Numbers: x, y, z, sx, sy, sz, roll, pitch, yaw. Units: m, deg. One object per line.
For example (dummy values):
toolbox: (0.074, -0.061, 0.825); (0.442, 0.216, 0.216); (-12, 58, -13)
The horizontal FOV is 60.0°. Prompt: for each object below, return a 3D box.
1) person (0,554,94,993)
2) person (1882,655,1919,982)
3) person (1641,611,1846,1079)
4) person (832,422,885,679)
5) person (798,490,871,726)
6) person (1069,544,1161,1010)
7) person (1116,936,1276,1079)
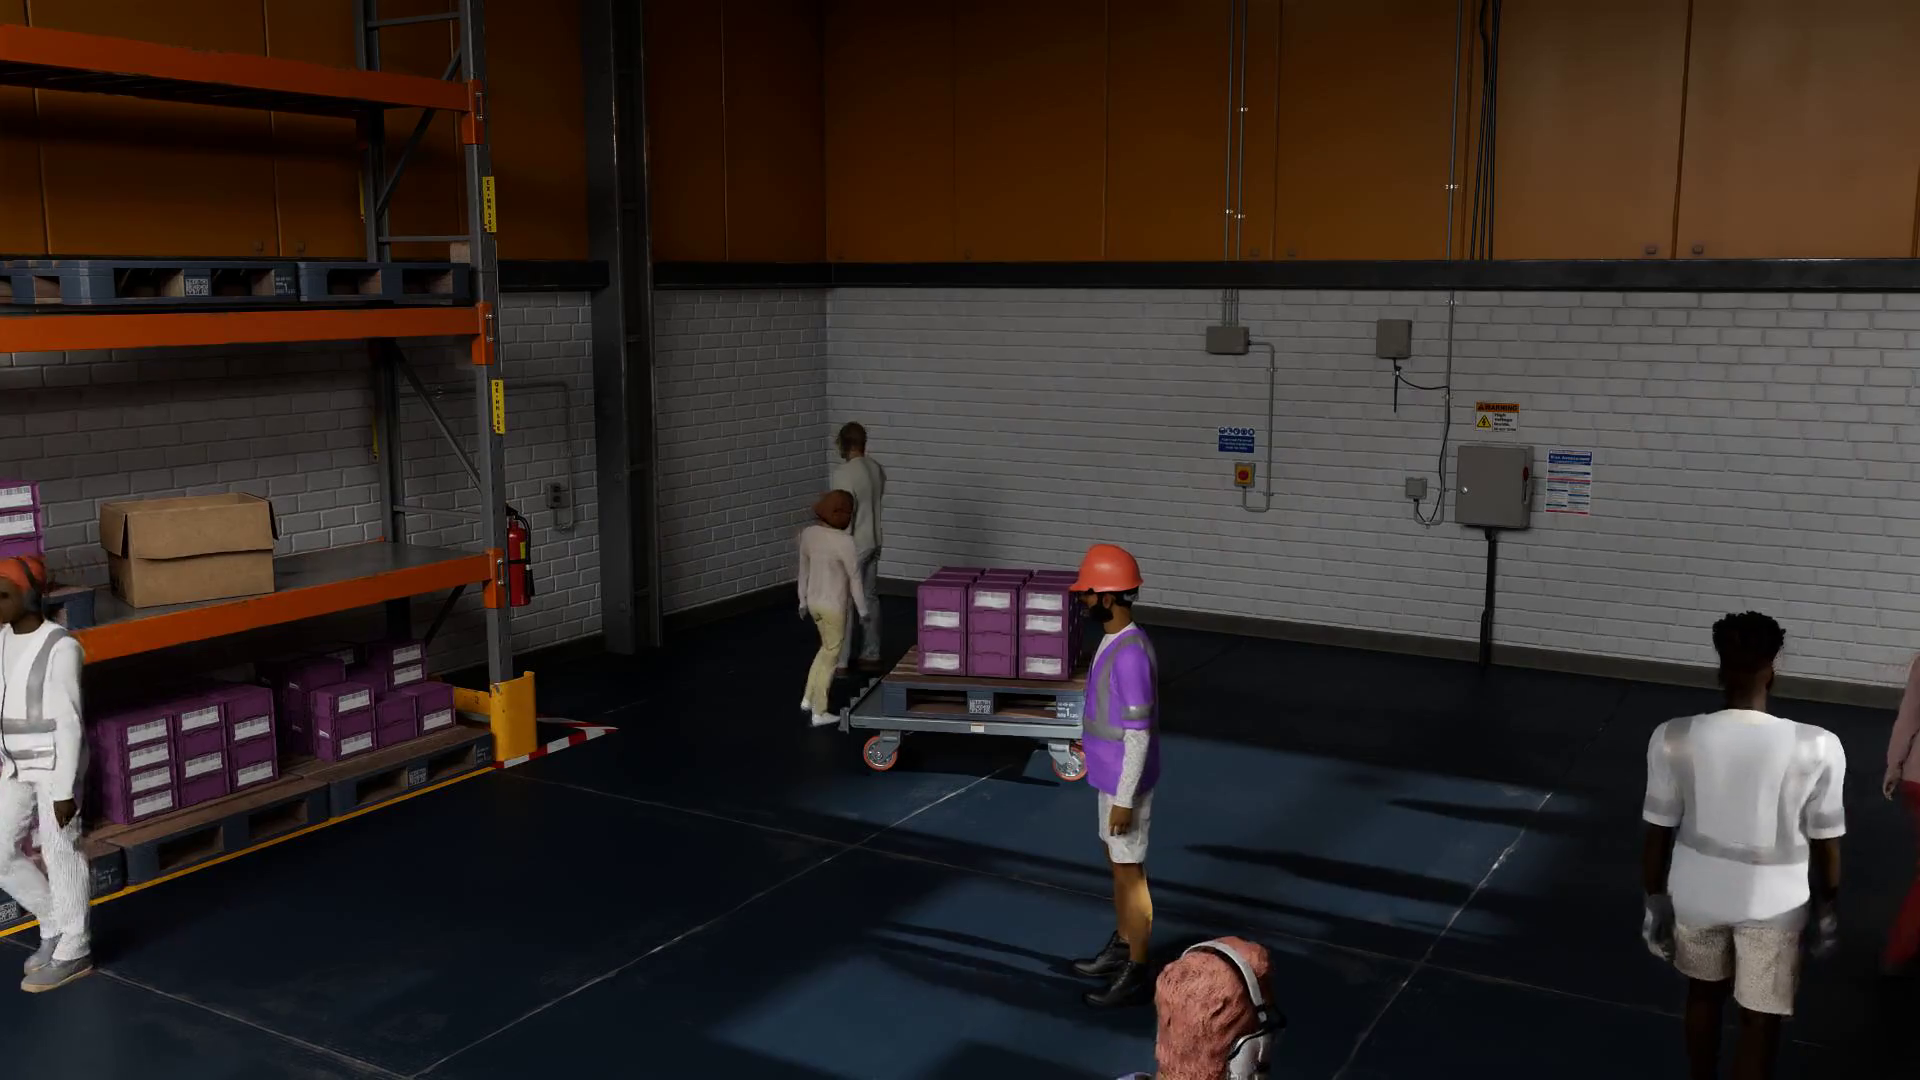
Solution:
person: (-3.891, 0.986, 6.995); (0.613, 1.870, 0.417); (5, 11, 30)
person: (4.255, 1.048, 7.031); (0.634, 1.722, 0.557); (-3, 9, -16)
person: (2.561, 1.195, 5.505); (0.605, 1.934, 0.900); (6, 11, 34)
person: (-0.813, 0.075, 12.565); (0.452, 1.930, 0.641); (4, 10, 25)
person: (-0.859, 0.458, 11.128); (0.370, 1.609, 0.522); (-9, 13, -44)
person: (0.636, 0.973, 6.880); (0.376, 1.934, 0.547); (0, 9, -2)
person: (0.379, 1.635, 2.919); (0.643, 1.888, 0.550); (7, 12, 38)
